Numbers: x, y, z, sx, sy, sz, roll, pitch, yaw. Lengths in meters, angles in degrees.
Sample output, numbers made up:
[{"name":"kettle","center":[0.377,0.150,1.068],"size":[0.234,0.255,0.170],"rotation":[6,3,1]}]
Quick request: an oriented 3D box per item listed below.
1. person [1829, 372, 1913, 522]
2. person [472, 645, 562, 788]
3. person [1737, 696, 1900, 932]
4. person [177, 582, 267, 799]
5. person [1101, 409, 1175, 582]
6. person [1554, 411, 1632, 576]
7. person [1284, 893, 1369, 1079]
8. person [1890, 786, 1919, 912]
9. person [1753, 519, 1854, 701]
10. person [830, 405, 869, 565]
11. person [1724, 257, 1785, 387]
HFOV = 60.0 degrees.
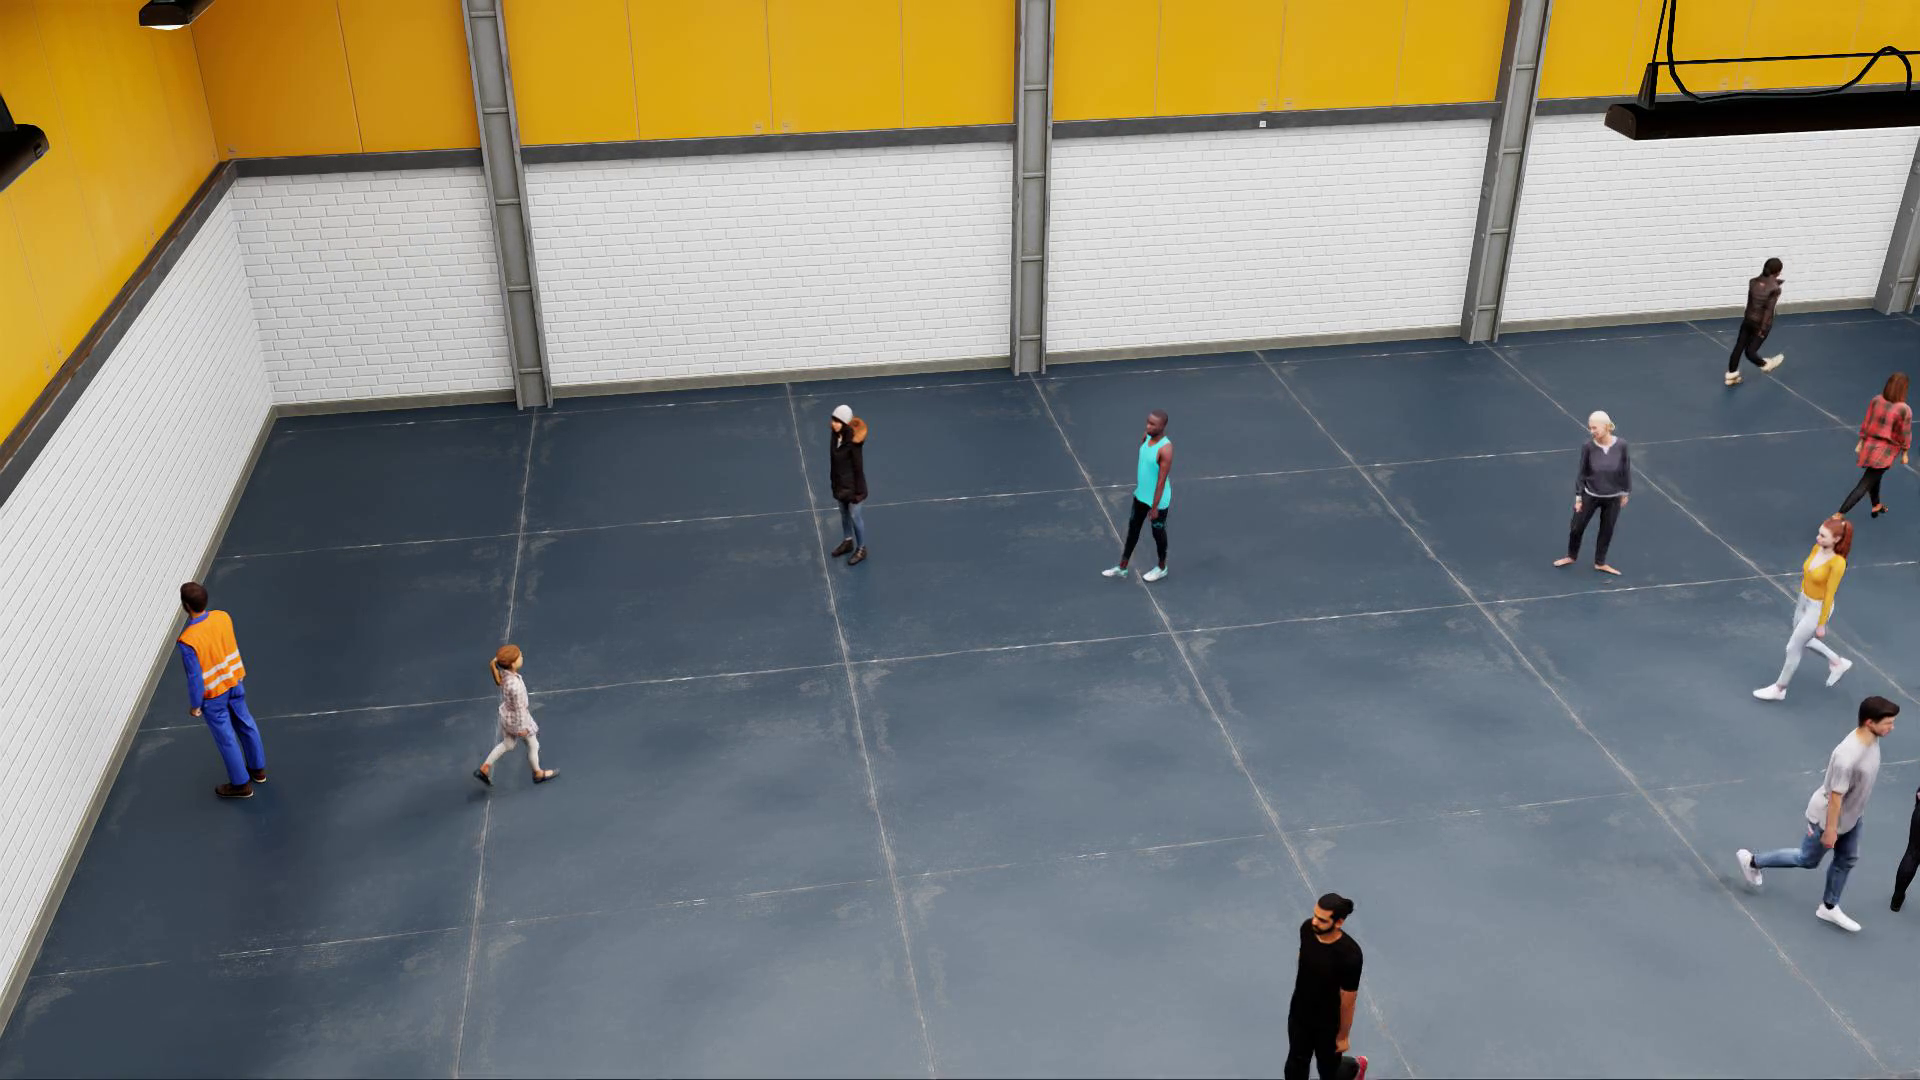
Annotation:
[{"name":"person","center":[9.139,-0.842,16.670],"size":[1.210,1.654,0.819],"rotation":[-11,31,-20]},{"name":"person","center":[-3.525,1.402,12.935],"size":[0.957,1.293,0.722],"rotation":[-15,32,-26]},{"name":"person","center":[5.989,1.843,11.531],"size":[1.177,1.862,1.125],"rotation":[-24,37,-37]},{"name":"person","center":[-5.714,1.146,12.809],"size":[0.779,1.864,0.782],"rotation":[9,30,15]},{"name":"person","center":[1.906,-0.422,15.750],"size":[0.974,1.799,0.799],"rotation":[-12,31,-22]},{"name":"person","center":[6.195,-0.456,15.920],"size":[0.664,1.695,0.893],"rotation":[-1,29,-1]},{"name":"person","center":[2.214,2.795,9.910],"size":[1.048,1.744,0.883],"rotation":[-19,34,-31]},{"name":"person","center":[6.854,1.921,11.575],"size":[0.676,1.684,0.655],"rotation":[-25,37,-37]},{"name":"person","center":[7.238,0.599,13.953],"size":[1.071,1.727,0.668],"rotation":[-2,29,-3]},{"name":"person","center":[-1.070,-0.556,16.170],"size":[0.757,1.631,0.730],"rotation":[-25,37,-38]},{"name":"person","center":[9.599,-2.611,19.911],"size":[0.742,1.658,0.882],"rotation":[-6,29,-10]}]
